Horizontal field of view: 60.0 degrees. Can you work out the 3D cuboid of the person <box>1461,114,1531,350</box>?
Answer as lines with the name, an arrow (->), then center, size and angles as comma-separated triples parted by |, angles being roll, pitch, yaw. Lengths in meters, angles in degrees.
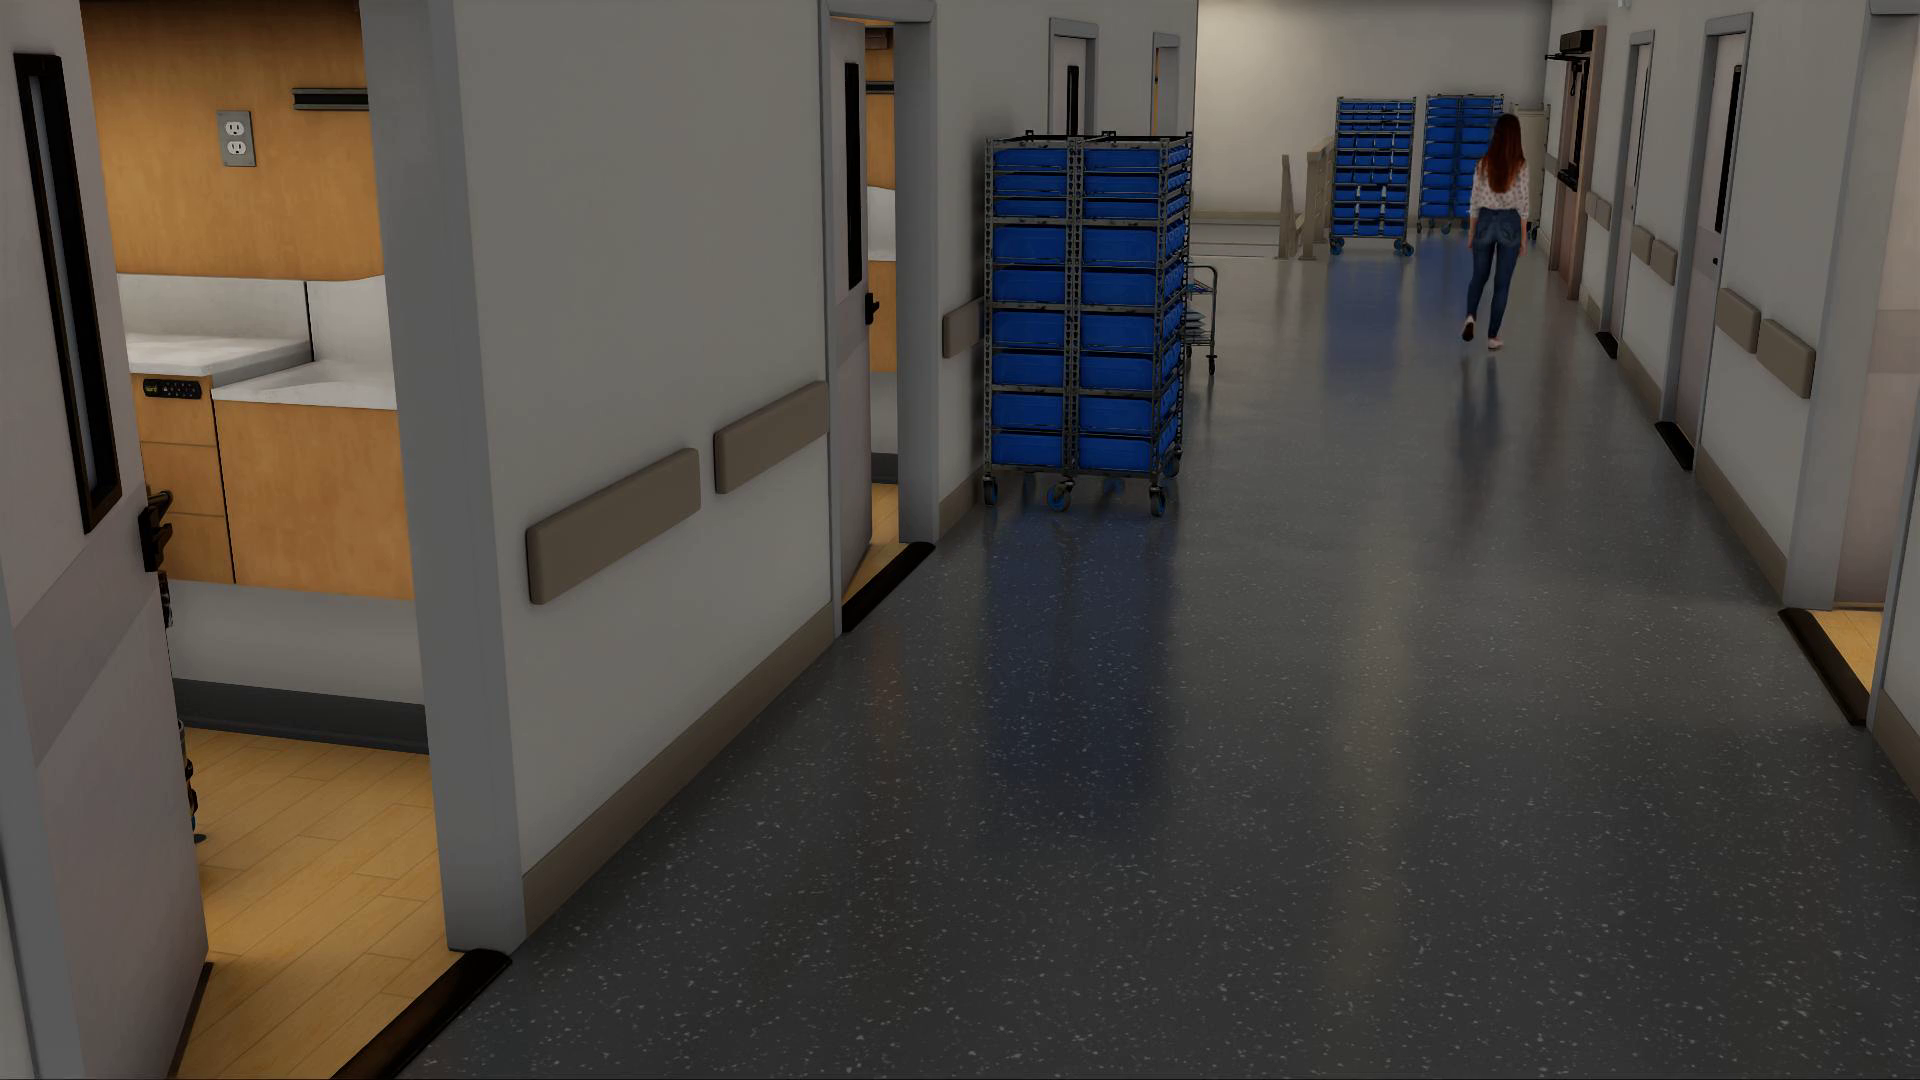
person -> 3.973, -2.271, 12.346 | 0.701, 1.722, 0.796 | 10, 19, 32
